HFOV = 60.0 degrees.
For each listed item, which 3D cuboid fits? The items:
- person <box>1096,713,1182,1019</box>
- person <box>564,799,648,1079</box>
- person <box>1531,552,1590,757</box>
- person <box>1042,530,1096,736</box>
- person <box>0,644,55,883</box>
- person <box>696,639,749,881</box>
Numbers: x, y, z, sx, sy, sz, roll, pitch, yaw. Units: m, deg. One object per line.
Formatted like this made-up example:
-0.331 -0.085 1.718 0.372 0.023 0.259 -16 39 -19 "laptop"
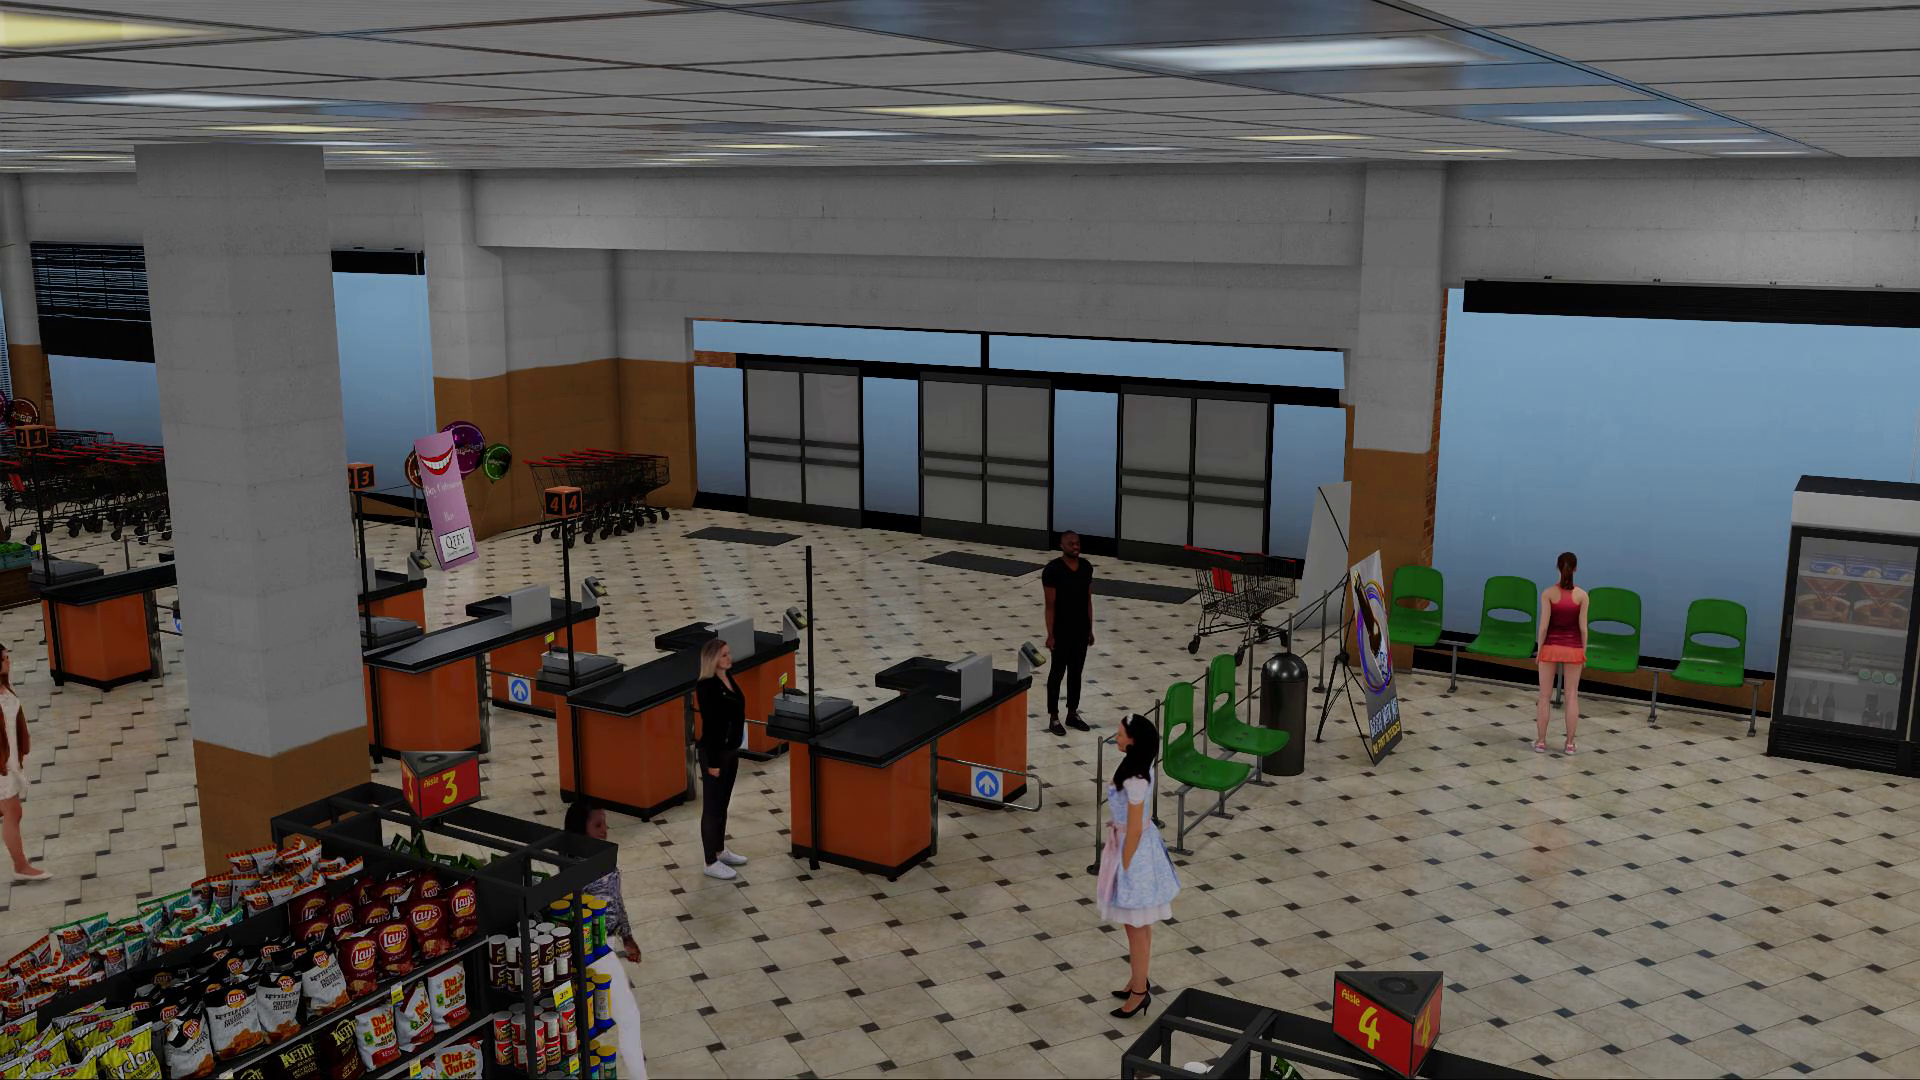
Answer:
1.006 1.876 9.629 0.860 1.819 0.773 2 12 10 "person"
-1.978 2.159 8.607 1.005 1.685 1.183 1 12 5 "person"
5.114 0.955 14.163 0.624 1.752 0.627 3 12 14 "person"
0.958 0.801 14.729 0.681 1.820 0.810 -7 14 -30 "person"
-6.733 1.550 11.478 1.017 1.695 1.043 -1 12 -3 "person"
-1.704 1.514 11.670 0.725 1.685 0.573 3 12 13 "person"
